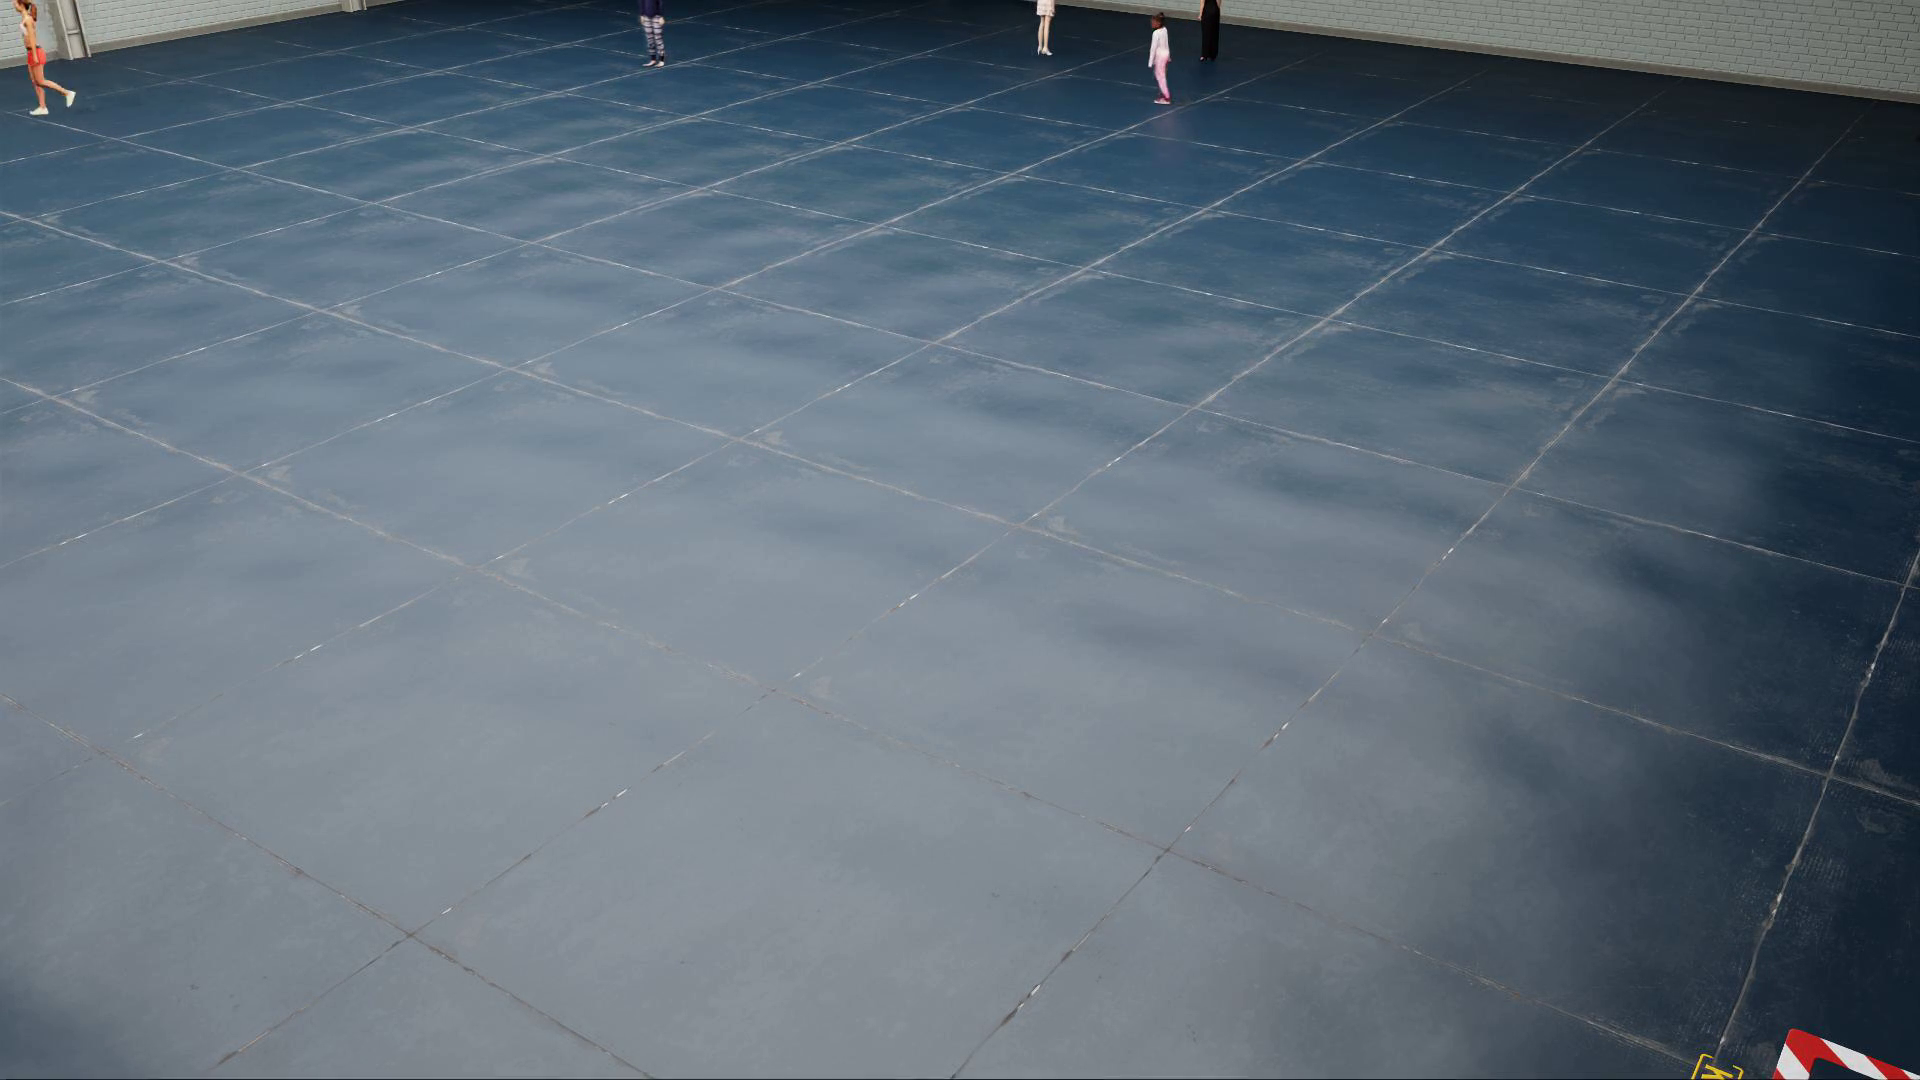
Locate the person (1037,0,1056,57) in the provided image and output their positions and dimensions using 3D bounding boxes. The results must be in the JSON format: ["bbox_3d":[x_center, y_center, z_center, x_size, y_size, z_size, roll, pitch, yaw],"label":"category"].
[{"bbox_3d":[1.546,-9.625,29.930,0.652,1.736,0.650,-16,31,-29],"label":"person"}]

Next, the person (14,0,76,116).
[{"bbox_3d":[-14.217,-7.484,25.731,1.014,1.774,0.816,-15,31,-27],"label":"person"}]

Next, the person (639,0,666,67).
[{"bbox_3d":[-5.361,-9.157,29.031,0.664,1.727,0.645,6,28,12],"label":"person"}]

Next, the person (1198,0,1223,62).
[{"bbox_3d":[4.445,-9.326,29.494,0.612,1.603,0.718,-11,29,-21],"label":"person"}]

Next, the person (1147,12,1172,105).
[{"bbox_3d":[3.249,-7.669,26.470,0.662,1.427,0.561,20,33,33],"label":"person"}]
